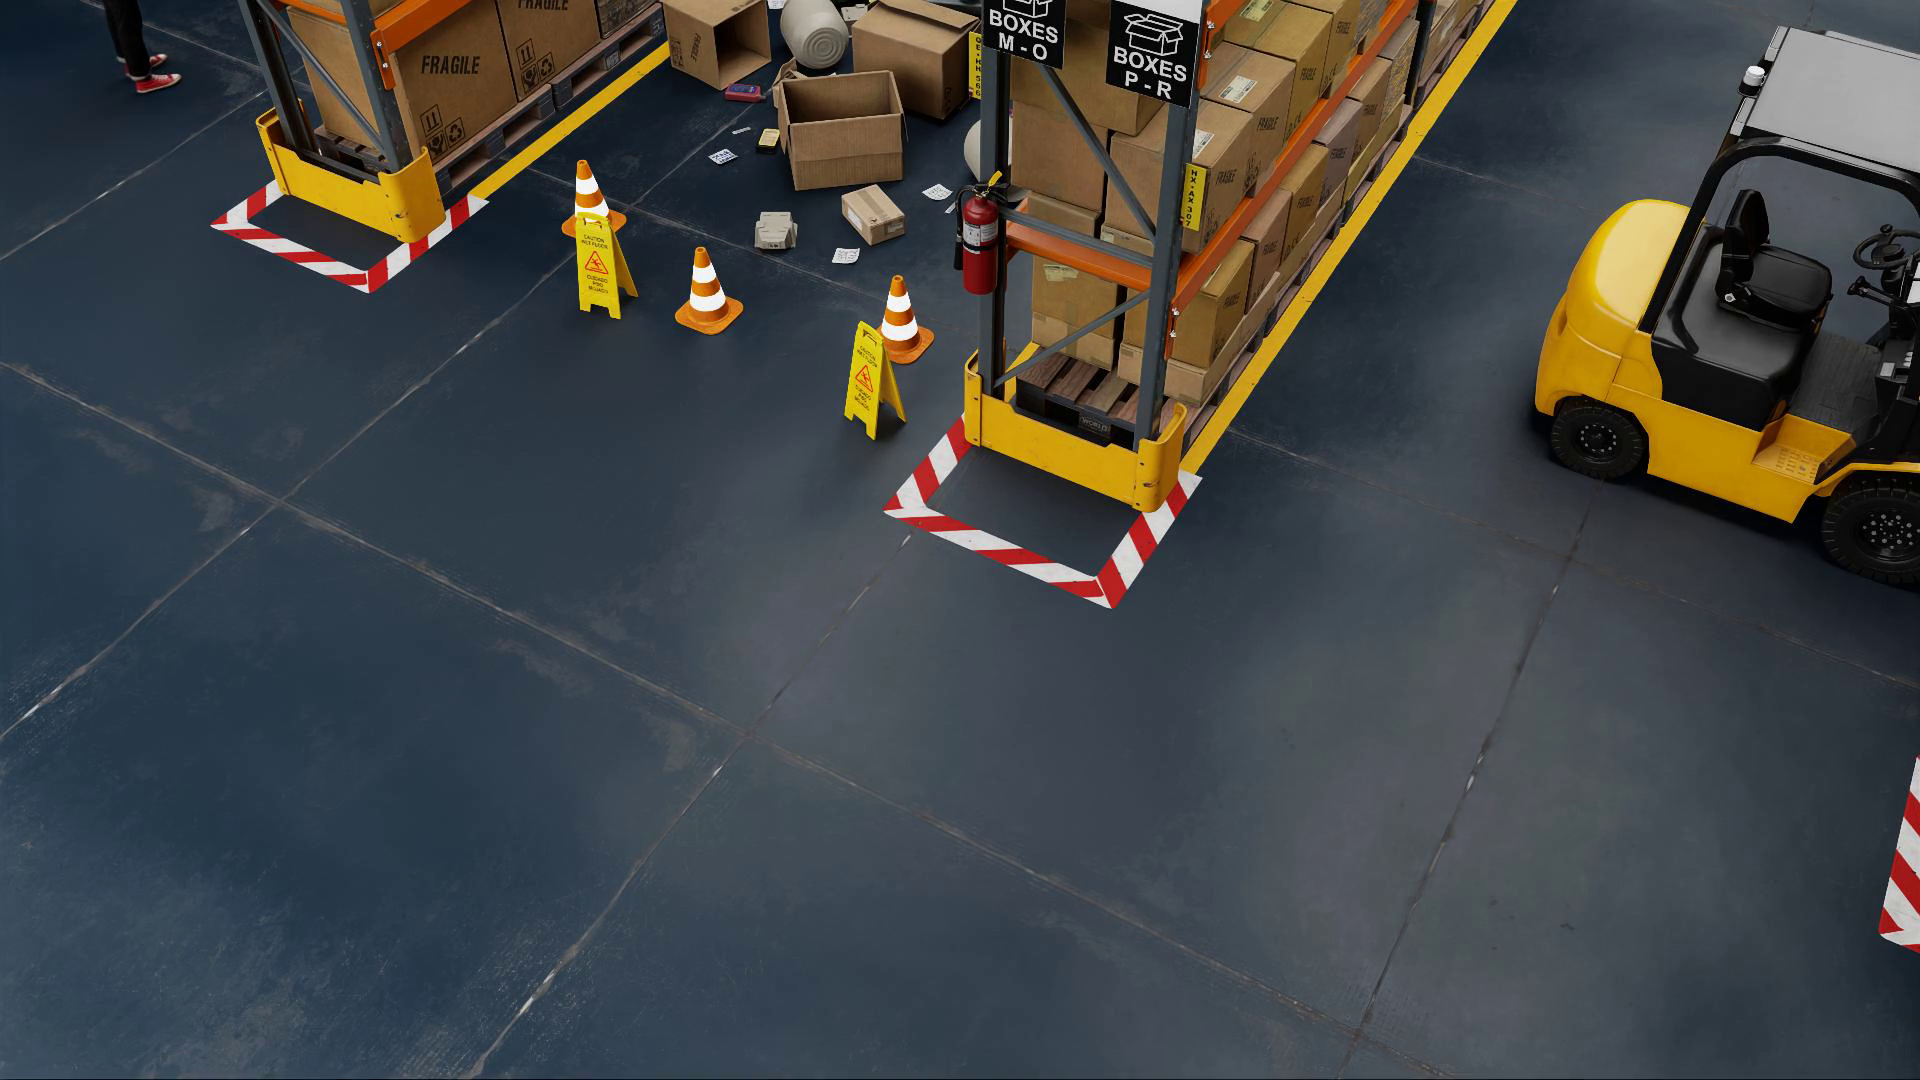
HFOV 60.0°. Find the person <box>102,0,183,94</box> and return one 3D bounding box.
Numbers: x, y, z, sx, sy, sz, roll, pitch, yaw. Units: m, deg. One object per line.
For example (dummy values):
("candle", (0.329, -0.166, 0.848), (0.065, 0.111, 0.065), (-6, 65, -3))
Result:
("person", (-5.613, -3.797, 10.885), (0.722, 1.757, 0.759), (-29, 54, -24))
